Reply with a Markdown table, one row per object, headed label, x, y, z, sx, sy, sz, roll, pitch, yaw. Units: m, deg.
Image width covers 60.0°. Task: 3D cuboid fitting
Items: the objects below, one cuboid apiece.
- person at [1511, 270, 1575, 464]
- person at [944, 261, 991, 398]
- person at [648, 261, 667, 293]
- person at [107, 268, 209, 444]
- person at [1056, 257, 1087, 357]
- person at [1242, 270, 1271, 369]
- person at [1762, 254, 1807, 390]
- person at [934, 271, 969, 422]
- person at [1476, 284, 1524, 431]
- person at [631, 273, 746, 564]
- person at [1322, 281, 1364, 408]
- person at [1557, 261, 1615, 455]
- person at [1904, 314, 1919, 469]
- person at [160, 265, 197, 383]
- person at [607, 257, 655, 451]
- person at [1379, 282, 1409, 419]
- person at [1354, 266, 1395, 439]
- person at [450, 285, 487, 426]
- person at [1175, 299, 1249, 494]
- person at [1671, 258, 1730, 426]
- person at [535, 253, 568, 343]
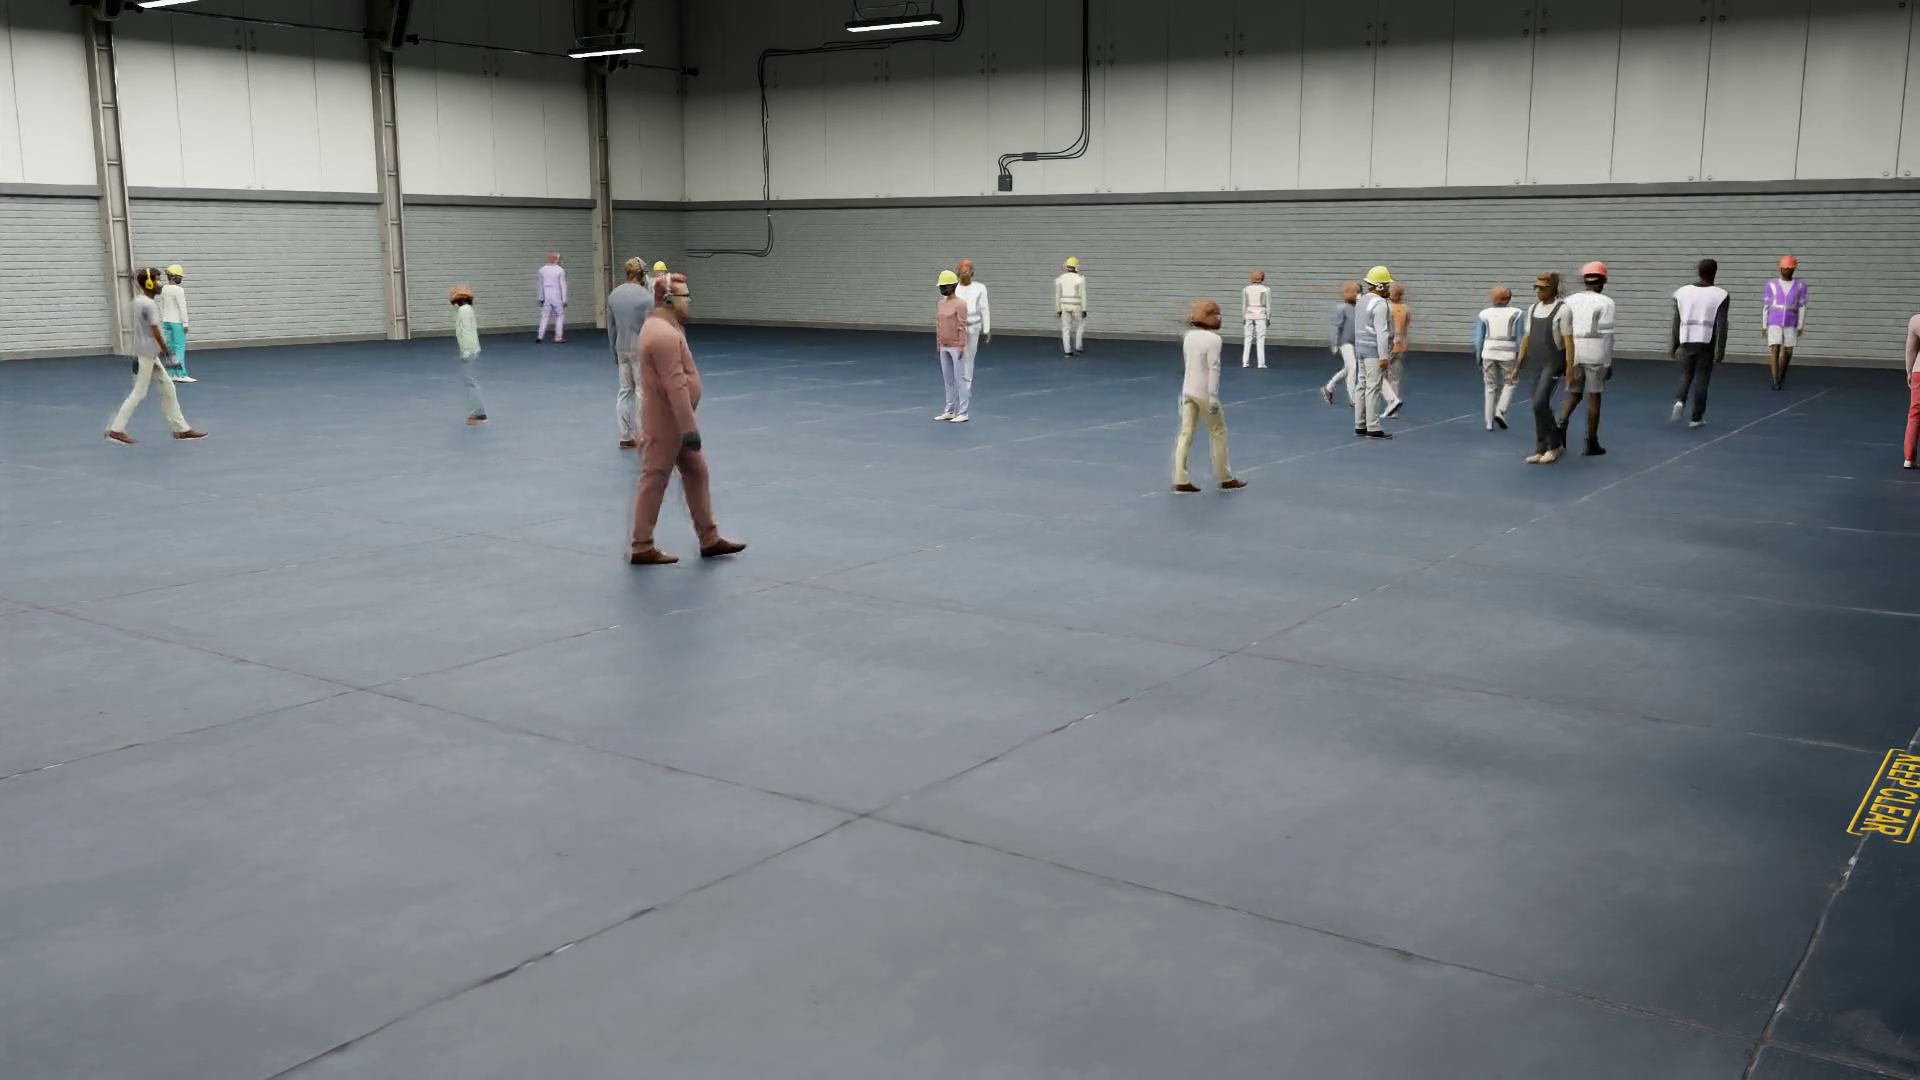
| label | x | y | z | sx | sy | sz | roll | pitch | yaw |
| --- | --- | --- | --- | --- | --- | --- | --- | --- | --- |
| person | 5.473 | -1.604 | 15.575 | 0.425 | 1.827 | 0.525 | -4 | 11 | -20 |
| person | 0.097 | -2.775 | 22.117 | 0.594 | 1.831 | 0.982 | -1 | 10 | -7 |
| person | -5.460 | -4.197 | 30.331 | 0.493 | 1.743 | 0.310 | 7 | 12 | 35 |
| person | -8.464 | -1.912 | 17.338 | 0.963 | 1.834 | 0.501 | -5 | 11 | -26 |
| person | 2.084 | -4.248 | 30.400 | 0.620 | 1.815 | 0.610 | 5 | 11 | 26 |
| person | 4.934 | -3.668 | 27.687 | 0.515 | 1.631 | 0.314 | 7 | 12 | 34 |
| person | 11.740 | -3.105 | 23.730 | 0.550 | 1.920 | 0.671 | 4 | 11 | 21 |
| person | -0.117 | -2.250 | 19.388 | 0.335 | 1.761 | 0.519 | -8 | 13 | -38 |
| person | 5.976 | -2.012 | 18.422 | 0.534 | 1.622 | 0.373 | 6 | 12 | 31 |
| person | -1.754 | -0.769 | 10.748 | 0.876 | 1.869 | 0.665 | -2 | 10 | -11 |
| person | 4.904 | -2.481 | 21.124 | 0.506 | 1.608 | 0.757 | -8 | 13 | -36 |
| person | 6.117 | -1.774 | 16.320 | 0.610 | 1.903 | 0.616 | -8 | 13 | -38 |
| person | 8.906 | -1.506 | 15.190 | 0.315 | 1.770 | 0.524 | -6 | 12 | -32 |
| person | -11.727 | -3.233 | 24.899 | 0.526 | 1.757 | 0.343 | 6 | 12 | 31 |
| person | -3.250 | -1.857 | 16.678 | 0.635 | 1.936 | 0.354 | 7 | 12 | 34 |
| person | 5.096 | -2.227 | 19.616 | 0.518 | 1.630 | 0.414 | -6 | 12 | -30 |
| person | 4.417 | -1.992 | 17.726 | 0.404 | 1.835 | 0.589 | -2 | 10 | -10 |
| person | -5.655 | -2.111 | 19.070 | 0.323 | 1.597 | 0.597 | -2 | 10 | -12 |
| person | 2.101 | -1.189 | 13.835 | 0.739 | 1.600 | 0.528 | -5 | 11 | -28 |
| person | 8.345 | -2.220 | 18.801 | 0.620 | 1.906 | 0.490 | 9 | 14 | 43 |
| person | -8.472 | -5.003 | 34.518 | 0.768 | 1.872 | 0.523 | 5 | 11 | 24 |
